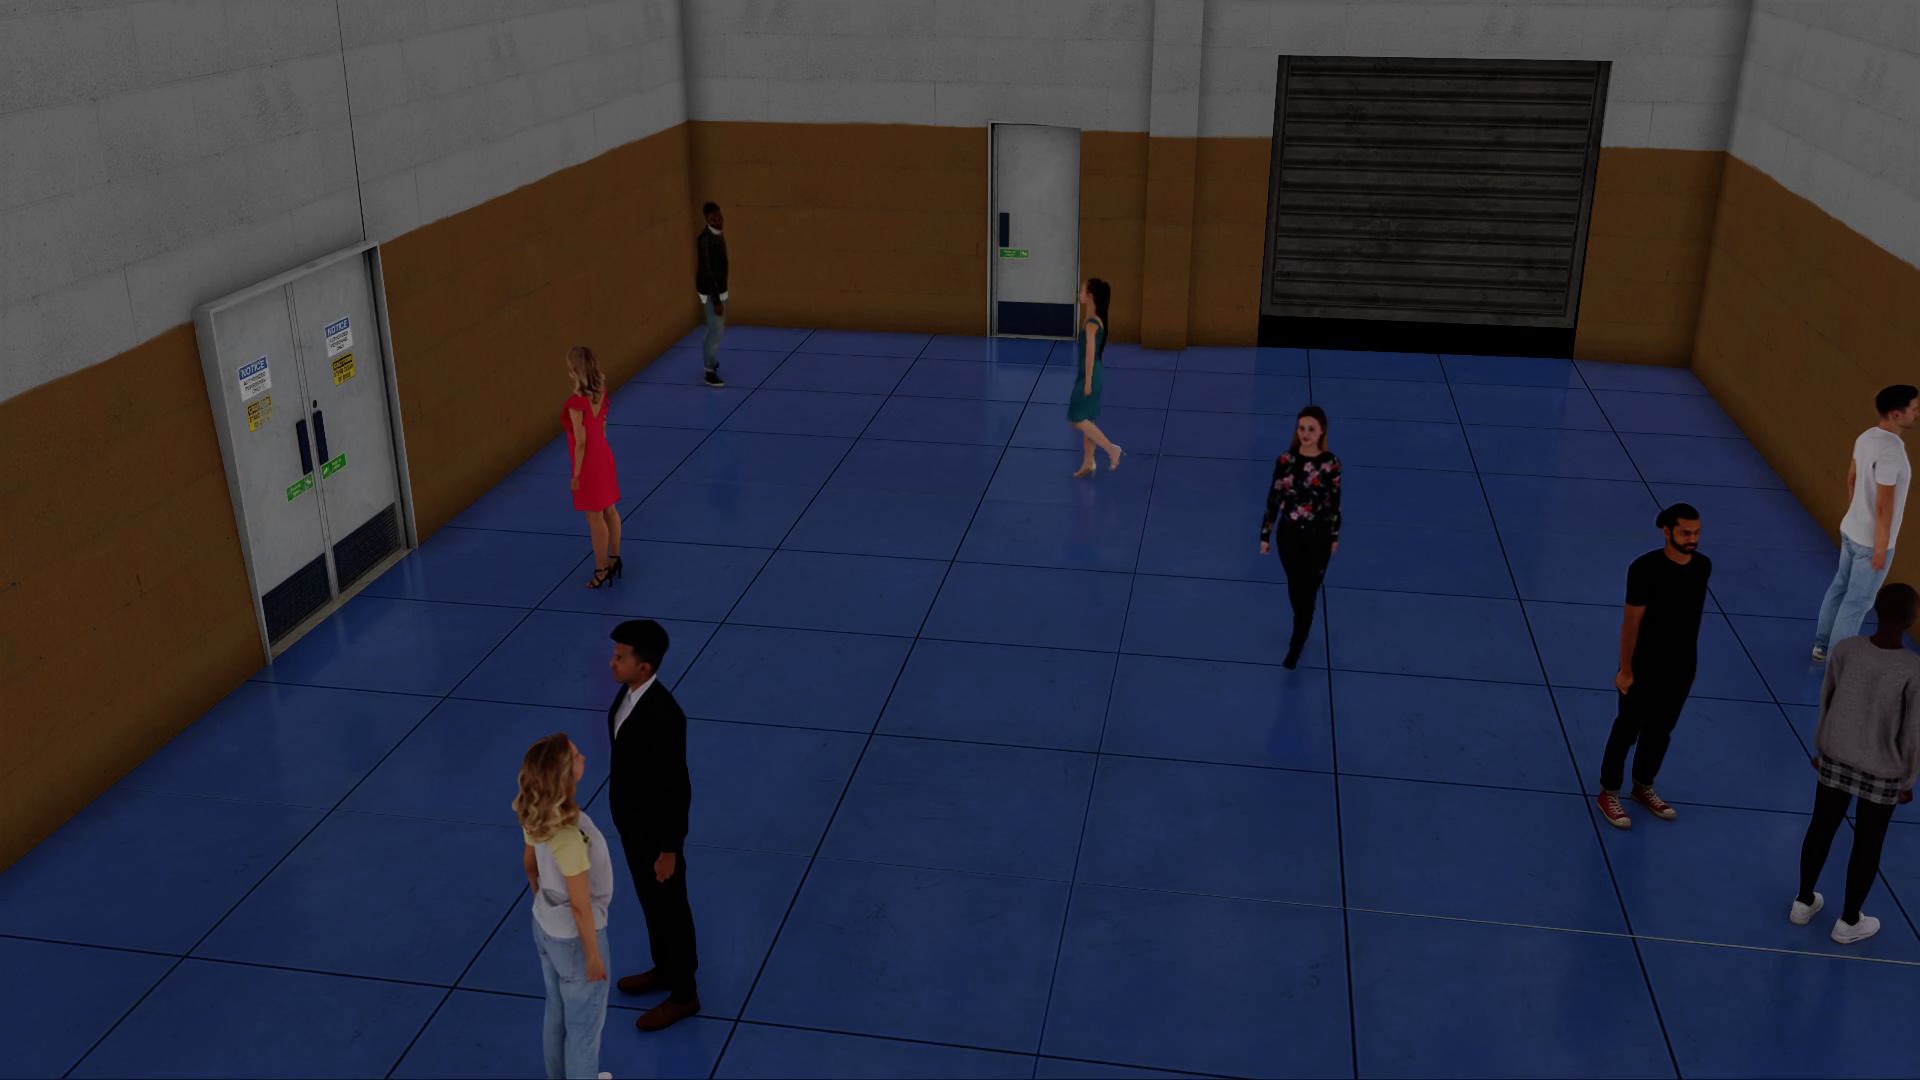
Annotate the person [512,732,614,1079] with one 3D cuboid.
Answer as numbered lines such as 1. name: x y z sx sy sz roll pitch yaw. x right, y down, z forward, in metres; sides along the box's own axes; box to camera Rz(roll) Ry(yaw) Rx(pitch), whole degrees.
1. person: -1.515 1.525 6.426 0.762 1.722 0.694 -16 27 -35

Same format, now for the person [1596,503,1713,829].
1. person: 3.612 0.635 8.616 0.661 1.758 0.781 -7 23 -18

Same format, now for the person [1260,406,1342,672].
1. person: 2.179 -0.043 10.455 1.032 1.644 0.858 10 24 24

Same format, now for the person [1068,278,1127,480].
1. person: 1.132 -1.279 13.487 0.704 1.677 0.560 5 22 13

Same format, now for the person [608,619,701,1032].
1. person: -1.293 1.186 7.073 0.793 1.884 0.769 -11 25 -26

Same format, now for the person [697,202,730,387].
1. person: -2.428 -2.409 16.149 0.649 1.790 0.894 -4 22 -9

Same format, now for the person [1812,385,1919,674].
1. person: 5.565 -0.055 10.190 0.521 1.864 0.663 4 22 9

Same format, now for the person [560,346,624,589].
1. person: -2.532 -0.512 11.509 0.583 1.728 0.604 7 23 18

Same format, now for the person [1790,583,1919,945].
1. person: 4.144 1.016 7.646 0.754 1.772 0.682 -16 27 -35
